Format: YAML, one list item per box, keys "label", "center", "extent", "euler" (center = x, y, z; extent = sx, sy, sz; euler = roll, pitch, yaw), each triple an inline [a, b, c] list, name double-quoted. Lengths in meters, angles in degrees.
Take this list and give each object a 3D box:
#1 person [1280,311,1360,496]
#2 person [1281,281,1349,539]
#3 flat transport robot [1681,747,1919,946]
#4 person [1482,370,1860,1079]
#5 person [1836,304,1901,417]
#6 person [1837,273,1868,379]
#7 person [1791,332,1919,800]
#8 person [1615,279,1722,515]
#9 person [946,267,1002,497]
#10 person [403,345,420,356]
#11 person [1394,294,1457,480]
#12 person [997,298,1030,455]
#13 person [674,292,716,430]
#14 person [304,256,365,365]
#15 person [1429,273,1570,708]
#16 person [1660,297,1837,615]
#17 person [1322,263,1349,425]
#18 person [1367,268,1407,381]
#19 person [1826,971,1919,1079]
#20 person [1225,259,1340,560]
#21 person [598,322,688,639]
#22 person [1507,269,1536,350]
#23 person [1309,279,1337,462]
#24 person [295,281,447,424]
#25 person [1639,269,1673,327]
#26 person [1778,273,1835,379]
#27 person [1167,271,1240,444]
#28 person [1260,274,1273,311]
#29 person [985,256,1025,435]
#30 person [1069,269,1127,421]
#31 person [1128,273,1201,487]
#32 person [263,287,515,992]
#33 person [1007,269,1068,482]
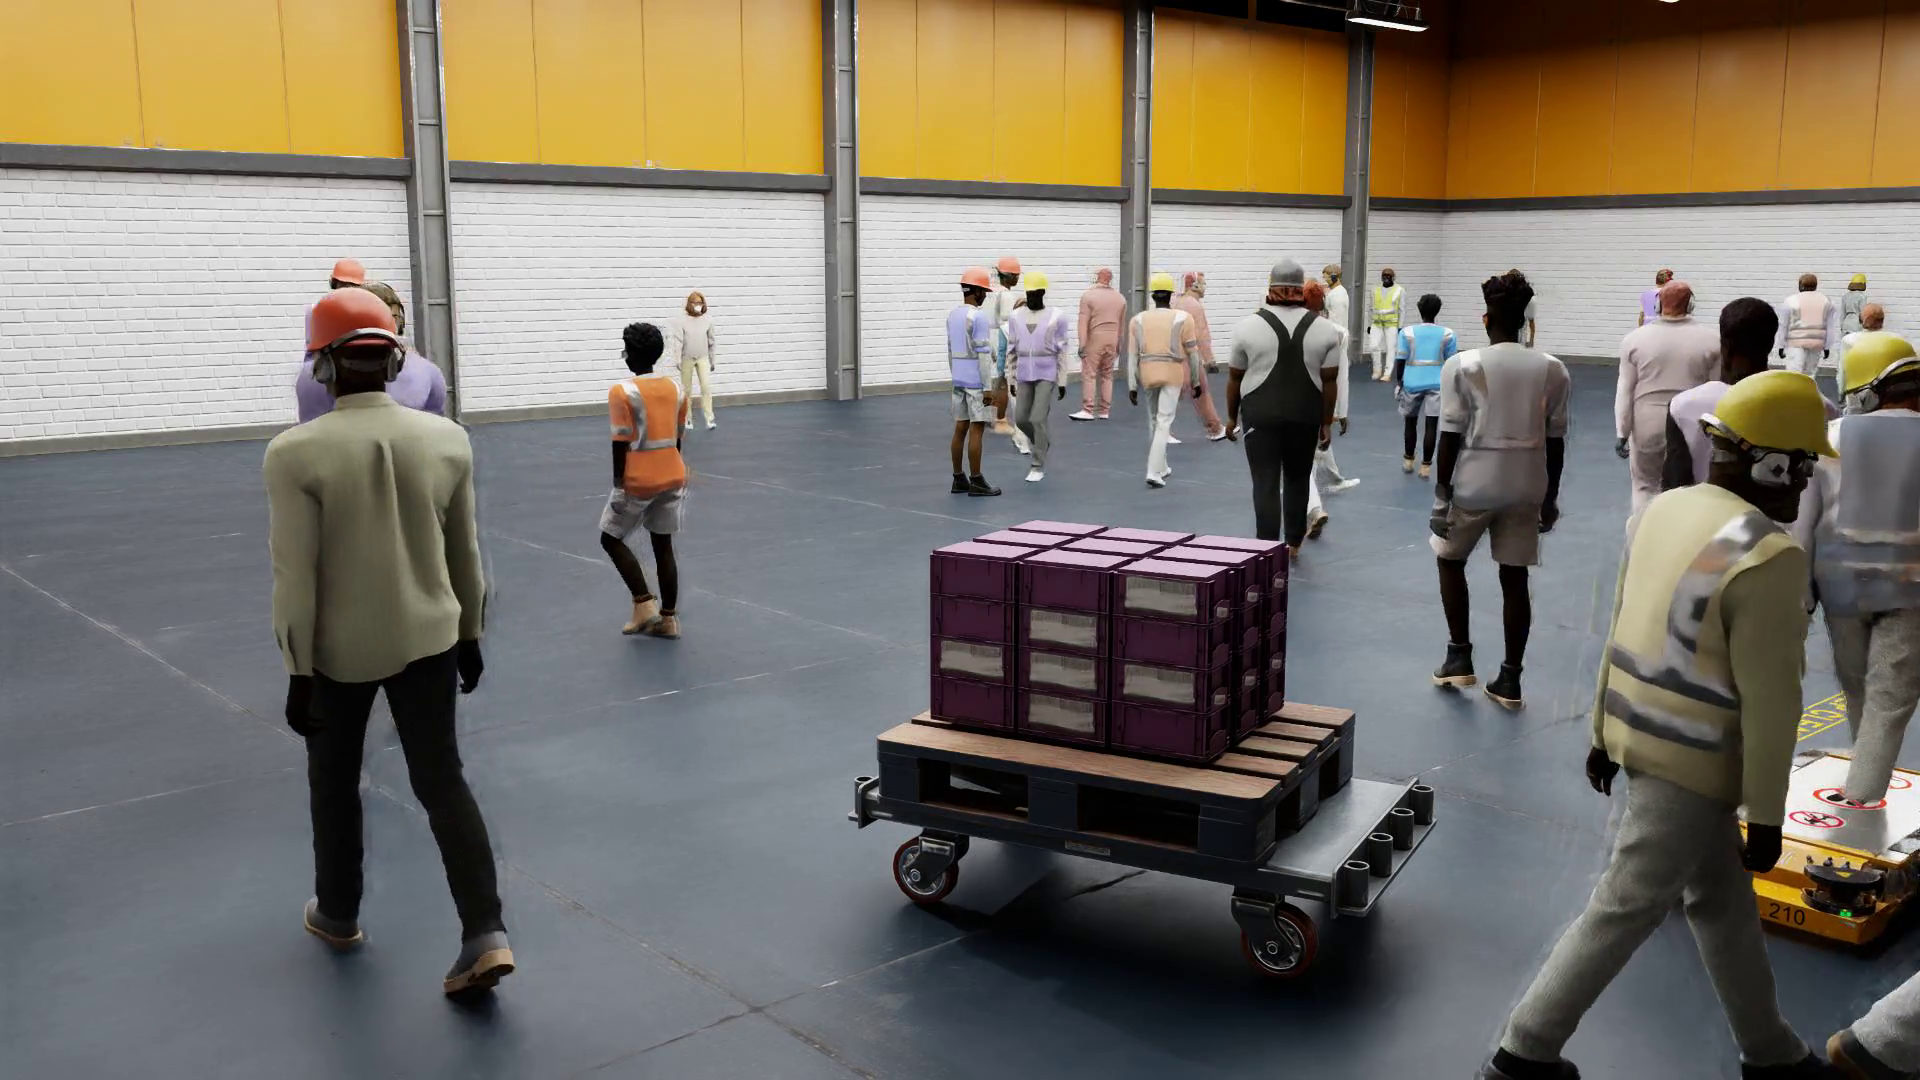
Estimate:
- label: "person"
  center: [2.957, -1.156, 14.010]
  extent: [0.847, 1.586, 0.518]
  euler: [-4, 10, -21]
- label: "person"
  center: [2.540, -0.947, 12.061]
  extent: [0.597, 1.855, 0.901]
  euler: [-2, 10, -11]
- label: "flat transport robot"
  center: [2.901, 0.962, 5.481]
  extent: [1.431, 0.197, 0.652]
  euler: [-9, 13, -41]
- label: "person"
  center: [1.688, 0.495, 3.876]
  extent: [0.926, 1.776, 0.615]
  euler: [0, 10, -2]
- label: "person"
  center: [8.197, -1.326, 15.014]
  extent: [0.518, 1.592, 0.854]
  euler: [5, 11, 27]
- label: "person"
  center: [14.511, -3.445, 26.982]
  extent: [0.295, 1.743, 0.493]
  euler: [-3, 10, -18]
- label: "person"
  center: [3.208, 0.178, 5.722]
  extent: [0.620, 1.753, 0.933]
  euler: [8, 13, 40]
- label: "person"
  center: [4.503, -0.708, 10.568]
  extent: [0.652, 1.883, 0.815]
  euler: [3, 10, 18]
- label: "person"
  center: [0.115, -1.332, 14.062]
  extent: [0.366, 1.931, 0.542]
  euler: [-6, 12, -33]
- label: "person"
  center: [-4.150, -0.872, 12.015]
  extent: [0.528, 1.711, 0.944]
  euler: [-3, 10, -18]
- label: "person"
  center: [4.272, -1.415, 15.278]
  extent: [0.556, 1.667, 0.753]
  euler: [2, 10, 13]
- label: "person"
  center: [0.655, -1.710, 17.261]
  extent: [0.534, 1.593, 0.871]
  euler: [-2, 10, -13]
- label: "person"
  center: [-3.057, -2.056, 19.275]
  extent: [0.519, 1.599, 0.802]
  euler: [-4, 10, -20]
- label: "person"
  center: [-4.827, -1.212, 13.095]
  extent: [0.655, 2.019, 0.584]
  euler: [-1, 10, -6]
- label: "person"
  center: [2.425, -0.232, 7.576]
  extent: [0.642, 1.939, 0.649]
  euler: [-1, 10, -5]
- label: "person"
  center: [2.796, 0.084, 5.931]
  extent: [0.592, 1.888, 0.831]
  euler: [0, 10, 2]
- label: "person"
  center: [4.482, -2.350, 20.011]
  extent: [0.373, 1.936, 0.629]
  euler: [2, 10, 11]
- label: "person"
  center: [6.857, -3.463, 26.834]
  extent: [0.659, 1.826, 0.536]
  euler: [6, 12, 33]
- label: "person"
  center: [2.445, 0.506, 3.568]
  extent: [0.589, 1.844, 0.953]
  euler: [-9, 13, -43]
- label: "person"
  center: [2.057, -0.835, 10.826]
  extent: [0.687, 2.000, 0.919]
  euler: [0, 10, -1]
- label: "person"
  center: [-1.650, -0.299, 8.733]
  extent: [0.381, 1.679, 0.547]
  euler: [7, 12, 35]
- label: "person"
  center: [6.753, -2.370, 20.333]
  extent: [0.535, 1.863, 0.309]
  euler: [6, 11, 32]
- label: "person"
  center: [3.476, -1.697, 16.605]
  extent: [0.526, 1.798, 0.960]
  euler: [1, 10, 8]
- label: "person"
  center: [-2.503, -0.143, 7.130]
  extent: [0.639, 1.923, 0.703]
  euler: [-7, 12, -35]
- label: "person"
  center: [9.573, -2.786, 22.820]
  extent: [0.377, 1.844, 0.567]
  euler: [-7, 12, -36]
- label: "person"
  center: [10.678, -2.453, 20.981]
  extent: [0.638, 1.822, 0.767]
  euler: [1, 10, 8]
- label: "person"
  center: [2.547, -1.951, 17.917]
  extent: [1.001, 1.854, 0.646]
  euler: [0, 10, -1]
- label: "person"
  center: [4.603, -3.046, 24.333]
  extent: [0.560, 1.853, 0.414]
  euler: [2, 10, 9]
- label: "person"
  center: [0.525, -2.178, 18.738]
  extent: [0.422, 2.023, 0.634]
  euler: [-3, 10, -15]
- label: "person"
  center: [1.666, -2.415, 20.614]
  extent: [0.843, 1.864, 0.408]
  euler: [-5, 11, -29]
- label: "person"
  center: [1.792, -1.425, 14.786]
  extent: [0.602, 1.878, 1.001]
  euler: [5, 11, 26]
- label: "person"
  center: [-1.574, 0.275, 4.615]
  extent: [0.627, 1.948, 0.998]
  euler: [-8, 13, -40]
- label: "person"
  center: [0.718, -1.497, 15.107]
  extent: [0.589, 1.911, 0.642]
  euler: [5, 11, 26]
